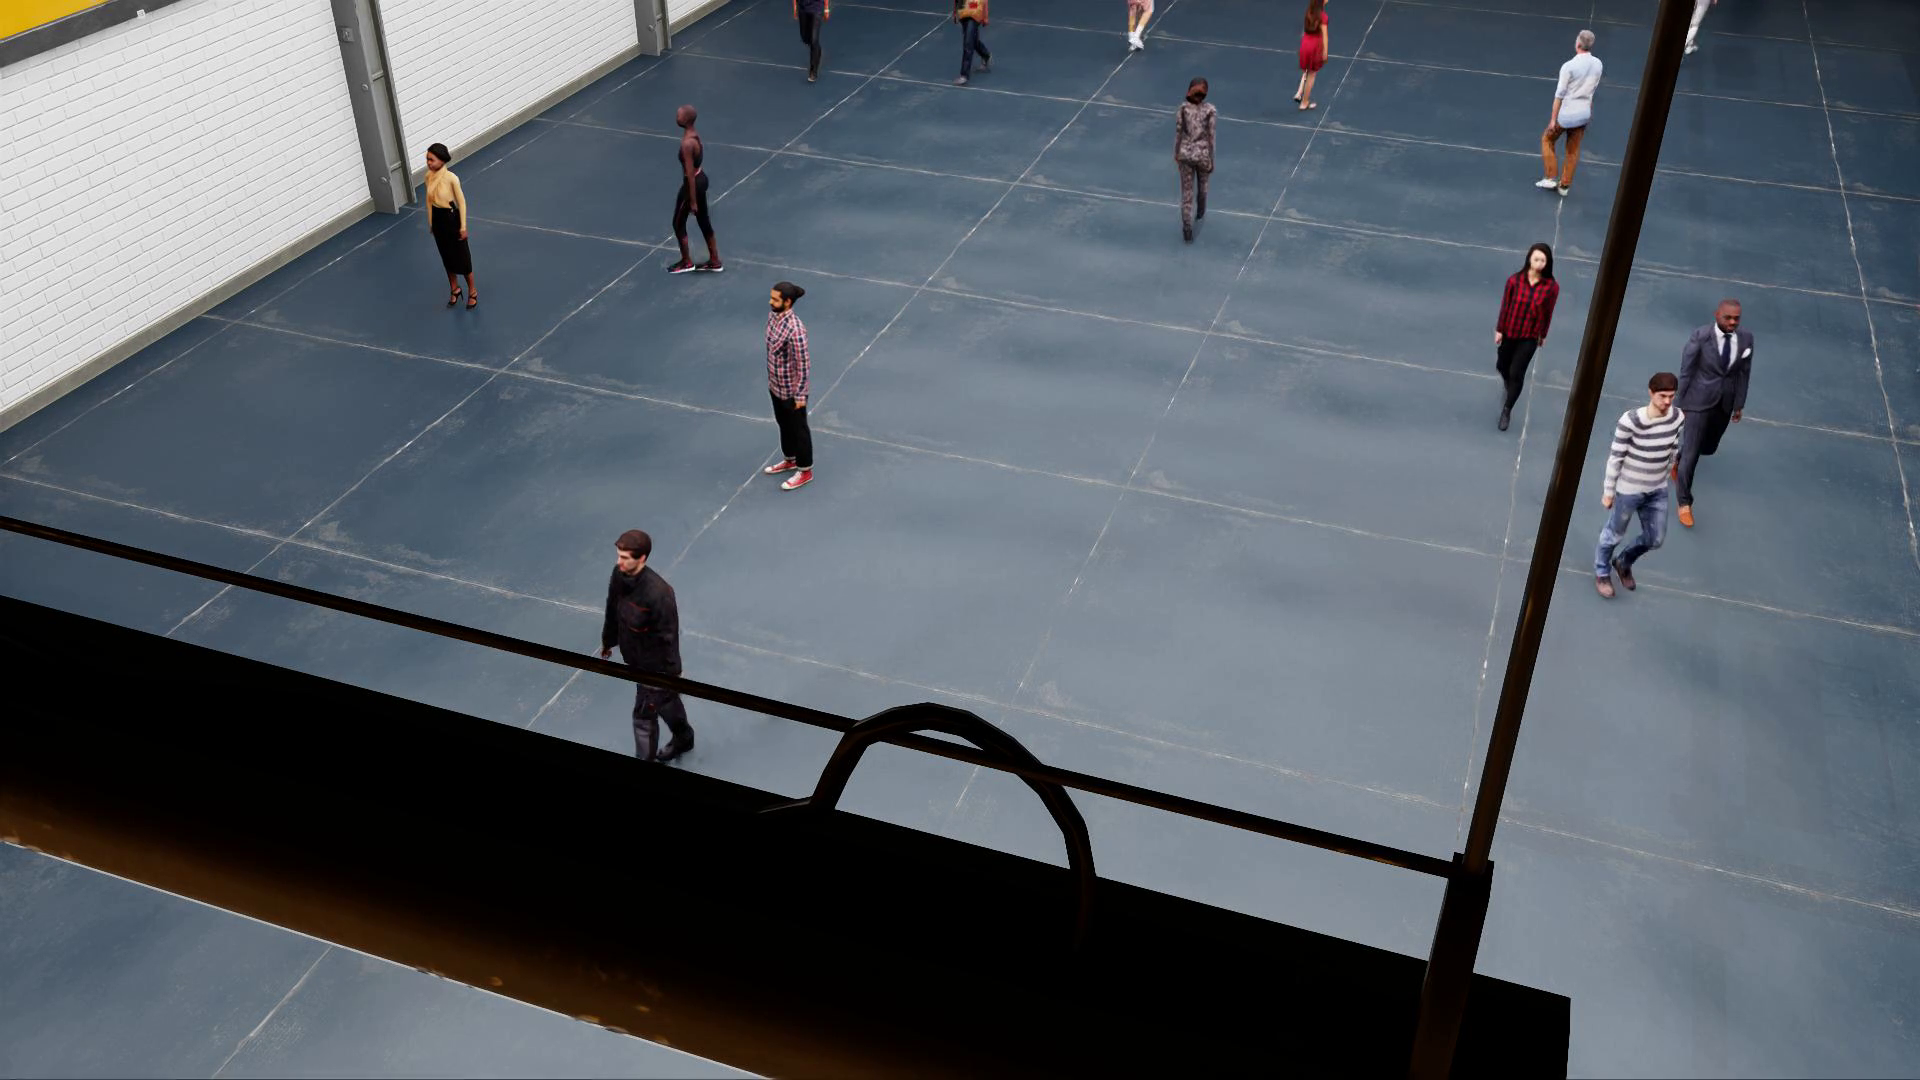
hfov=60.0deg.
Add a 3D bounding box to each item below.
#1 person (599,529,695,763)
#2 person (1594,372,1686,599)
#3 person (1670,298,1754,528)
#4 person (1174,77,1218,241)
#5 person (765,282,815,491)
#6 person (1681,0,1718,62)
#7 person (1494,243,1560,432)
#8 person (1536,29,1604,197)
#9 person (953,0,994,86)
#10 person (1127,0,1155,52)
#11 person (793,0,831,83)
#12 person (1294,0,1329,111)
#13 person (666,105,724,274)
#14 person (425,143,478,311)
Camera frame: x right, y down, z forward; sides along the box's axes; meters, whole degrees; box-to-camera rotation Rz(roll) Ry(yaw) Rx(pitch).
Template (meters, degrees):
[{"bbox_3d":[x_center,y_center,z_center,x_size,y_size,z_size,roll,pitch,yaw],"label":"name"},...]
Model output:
[{"bbox_3d":[-1.849,0.677,10.326,1.123,1.815,1.005,-23,40,-31],"label":"person"},{"bbox_3d":[4.841,-0.433,11.976,0.792,1.838,0.801,-3,34,-5],"label":"person"},{"bbox_3d":[5.808,-1.076,12.977,0.972,1.801,1.187,-2,34,-3],"label":"person"},{"bbox_3d":[2.444,-3.967,17.435,0.663,1.681,1.043,8,34,12],"label":"person"},{"bbox_3d":[-1.364,-1.259,13.288,0.811,1.761,0.777,-19,38,-26],"label":"person"},{"bbox_3d":[9.981,-7.320,22.488,0.890,1.671,1.176,29,43,36],"label":"person"},{"bbox_3d":[4.776,-1.788,14.199,0.580,1.634,0.961,11,35,16],"label":"person"},{"bbox_3d":[6.814,-4.677,18.385,0.833,1.812,0.869,-10,35,-14],"label":"person"},{"bbox_3d":[0.202,-6.944,21.823,0.905,1.782,1.248,22,40,30],"label":"person"},{"bbox_3d":[2.399,-7.573,22.781,0.752,1.768,0.783,22,40,30],"label":"person"},{"bbox_3d":[-1.936,-7.000,21.918,0.719,1.769,1.078,8,34,11],"label":"person"},{"bbox_3d":[4.365,-6.149,20.844,0.776,1.541,0.713,-21,39,-28],"label":"person"},{"bbox_3d":[-2.568,-3.488,16.660,0.794,1.741,0.808,2,34,3],"label":"person"},{"bbox_3d":[-4.919,-3.017,16.031,0.582,1.653,0.536,13,36,19],"label":"person"}]
